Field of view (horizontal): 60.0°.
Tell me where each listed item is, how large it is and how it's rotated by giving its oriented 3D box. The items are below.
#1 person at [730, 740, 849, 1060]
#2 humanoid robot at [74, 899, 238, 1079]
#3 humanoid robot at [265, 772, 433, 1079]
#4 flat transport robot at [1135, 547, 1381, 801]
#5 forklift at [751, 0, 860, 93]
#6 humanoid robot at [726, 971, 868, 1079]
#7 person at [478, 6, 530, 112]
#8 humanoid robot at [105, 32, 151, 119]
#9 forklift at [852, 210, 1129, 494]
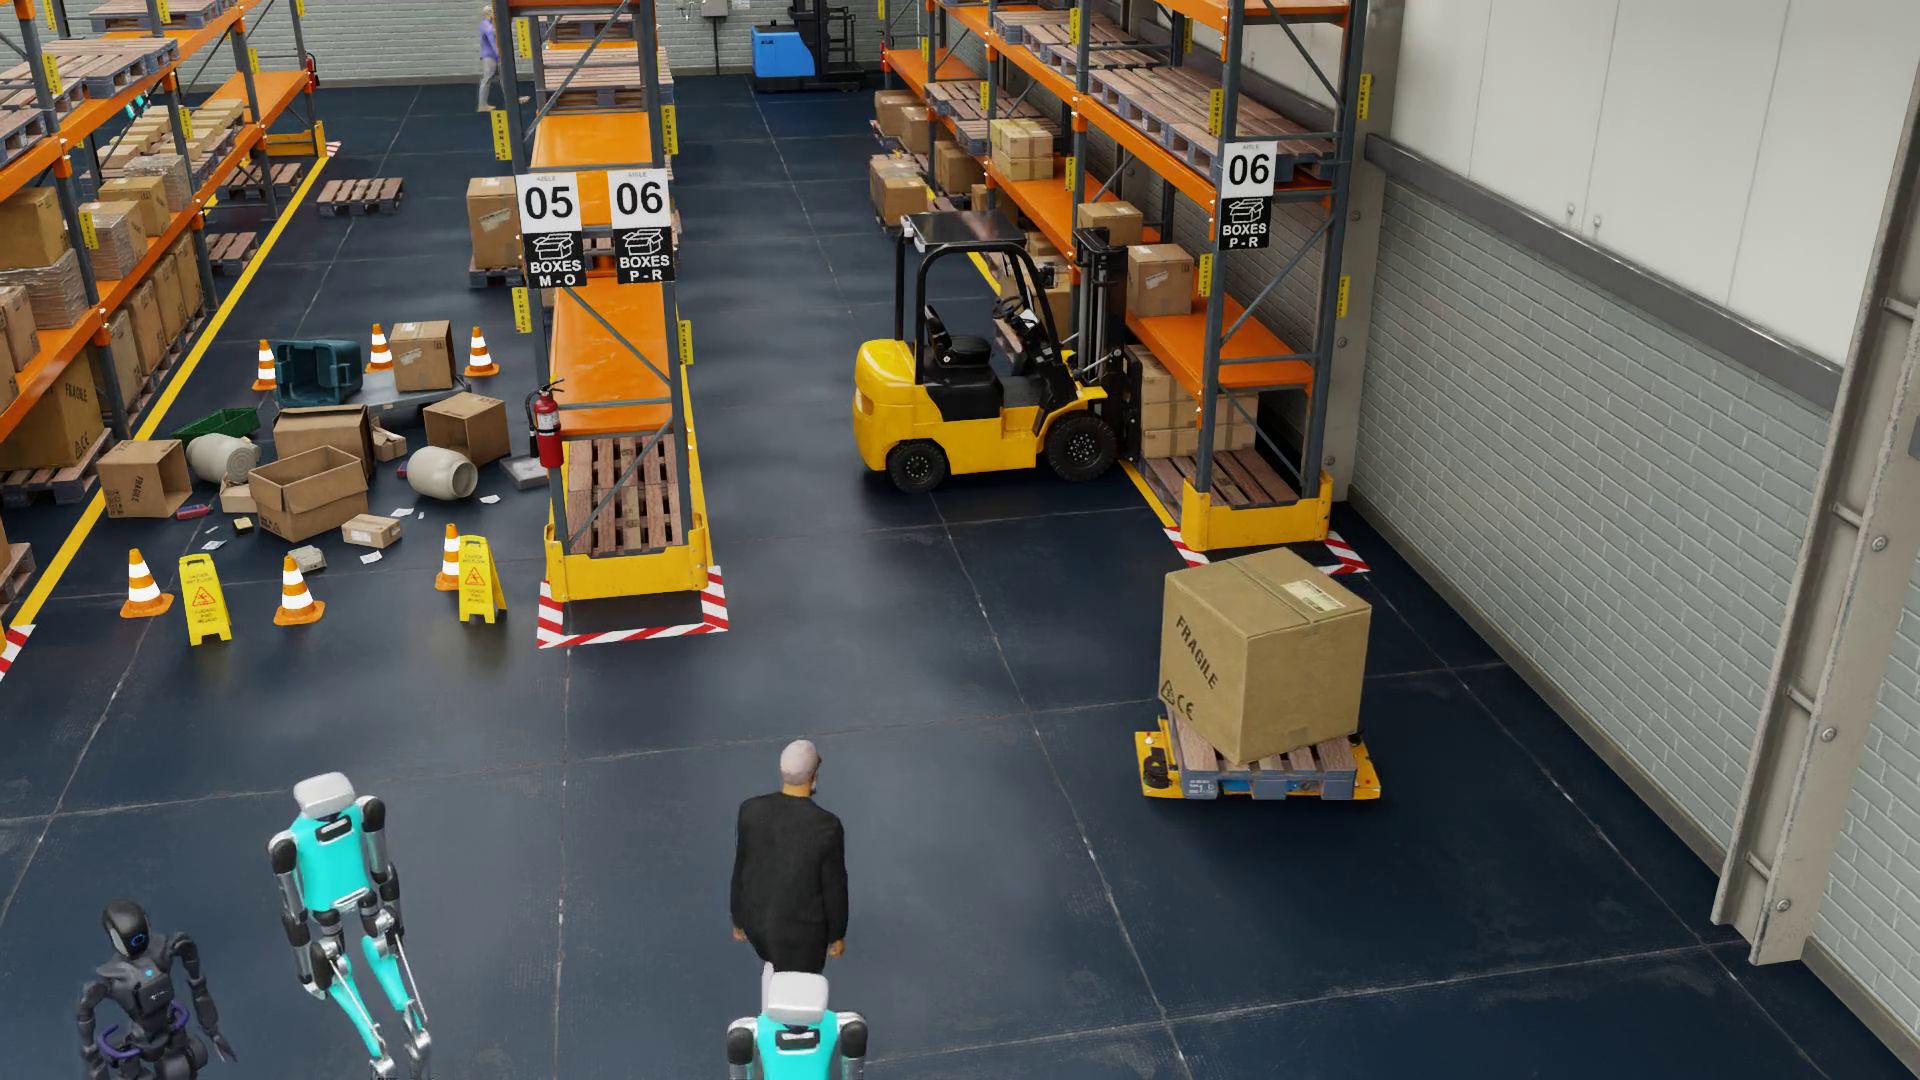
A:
[{"bbox_3d":[-0.771,1.760,7.678,0.560,1.821,0.565,9,27,17],"label":"person"},{"bbox_3d":[-3.359,2.183,6.960,0.348,1.655,0.609,16,30,29],"label":"humanoid robot"},{"bbox_3d":[-2.629,1.935,7.455,0.648,1.843,0.541,22,33,37],"label":"humanoid robot"},{"bbox_3d":[1.829,1.350,10.318,1.431,0.231,0.659,0,26,1],"label":"flat transport robot"},{"bbox_3d":[-2.872,-9.679,30.288,1.873,2.768,1.129,-5,26,-10],"label":"forklift"},{"bbox_3d":[-0.592,2.513,6.219,0.552,1.761,0.959,-2,26,-5],"label":"humanoid robot"},{"bbox_3d":[-7.970,-8.303,28.700,0.947,1.747,0.628,-8,27,-17],"label":"person"},{"bbox_3d":[-13.032,-7.007,26.151,0.544,1.890,0.784,-20,32,-36],"label":"humanoid robot"},{"bbox_3d":[0.216,-1.659,14.366,2.313,2.155,1.214,-5,26,-10],"label":"forklift"}]
